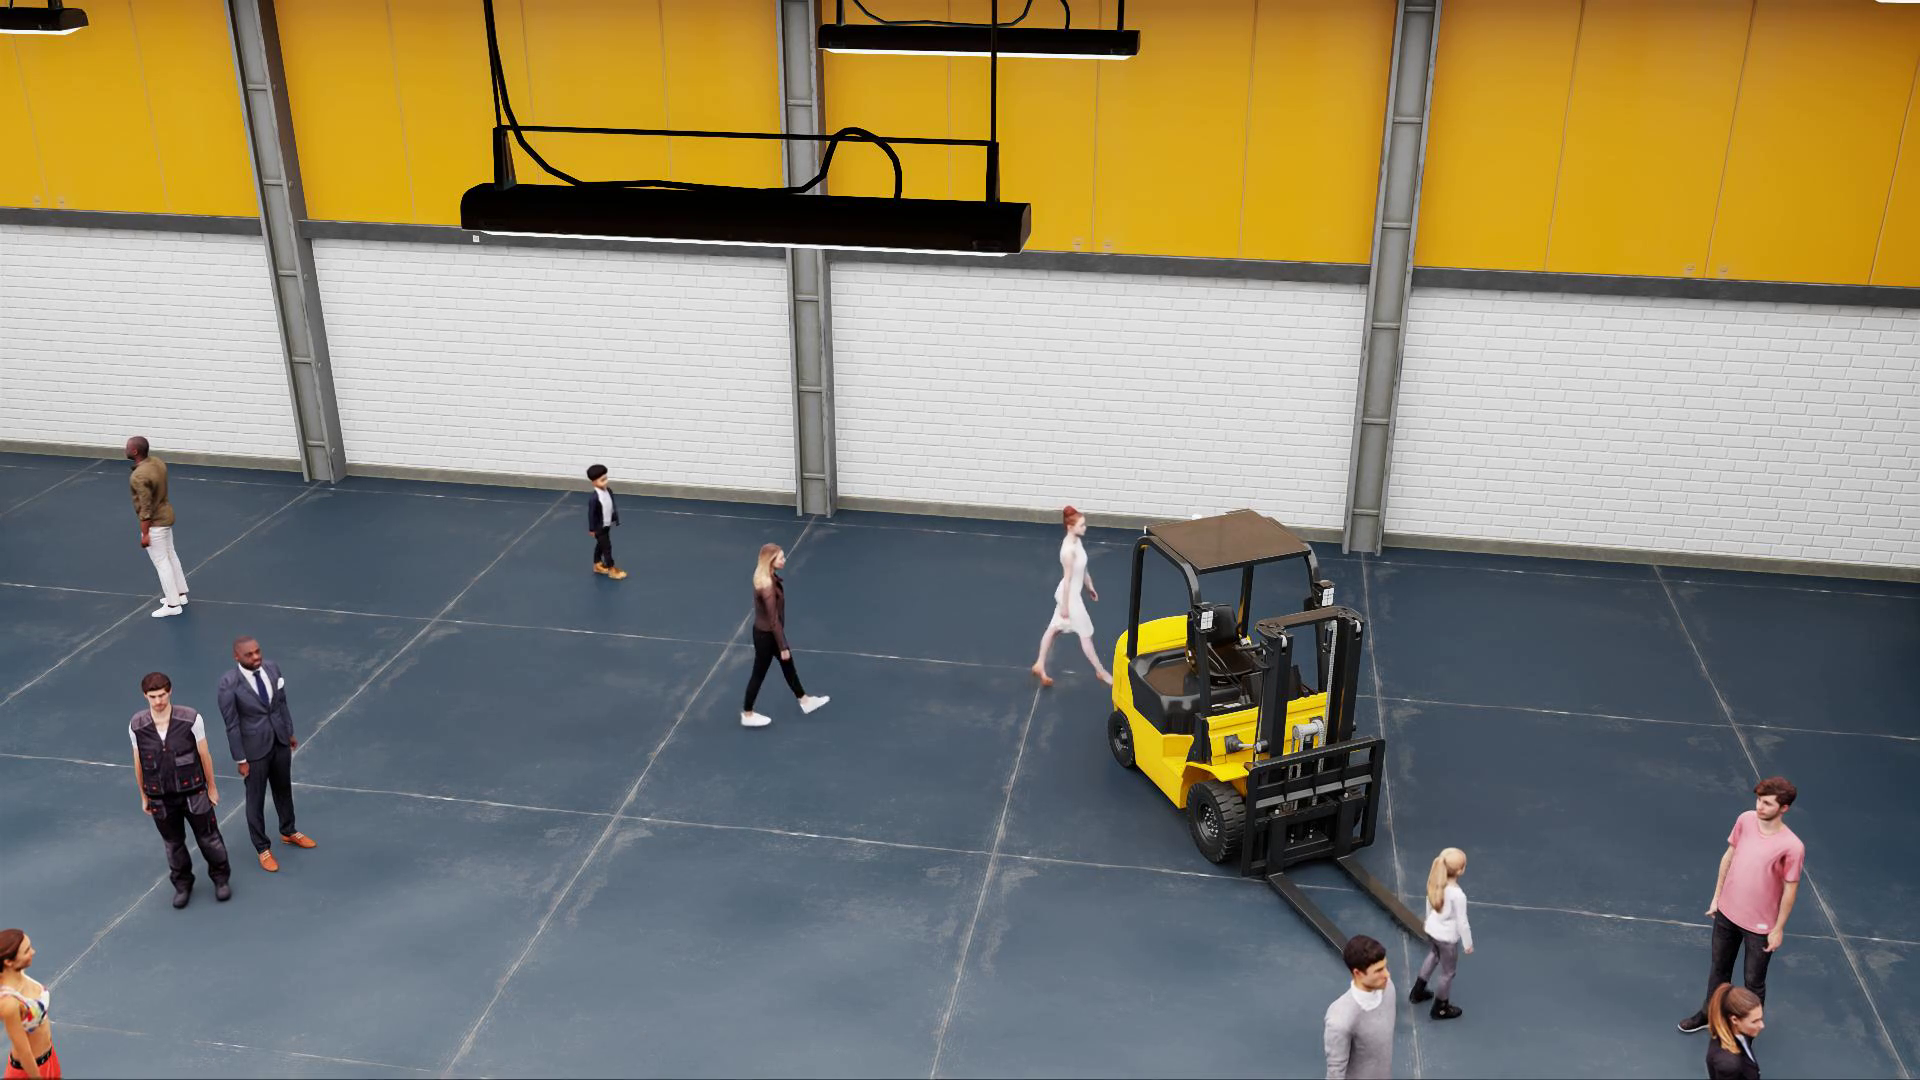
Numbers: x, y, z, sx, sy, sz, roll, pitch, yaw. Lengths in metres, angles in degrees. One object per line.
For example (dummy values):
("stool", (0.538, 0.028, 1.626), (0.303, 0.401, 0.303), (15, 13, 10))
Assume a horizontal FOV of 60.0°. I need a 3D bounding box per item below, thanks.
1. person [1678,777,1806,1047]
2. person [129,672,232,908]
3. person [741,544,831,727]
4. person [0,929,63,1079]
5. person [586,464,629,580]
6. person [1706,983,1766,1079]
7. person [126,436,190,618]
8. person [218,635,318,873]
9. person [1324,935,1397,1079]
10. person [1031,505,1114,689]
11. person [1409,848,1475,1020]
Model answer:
("person", (4.900, 2.315, 10.291), (0.753, 1.957, 0.713), (-13, 27, -28))
("person", (-5.510, 1.750, 11.725), (0.682, 1.843, 0.802), (-6, 24, -14))
("person", (-1.708, 0.829, 14.049), (1.088, 1.669, 0.847), (-3, 24, -8))
("person", (-5.095, 2.915, 9.133), (0.681, 1.785, 0.661), (-8, 25, -18))
("person", (-3.712, -0.206, 16.990), (0.717, 1.210, 0.570), (8, 25, 17))
("person", (3.994, 3.097, 8.788), (0.626, 1.729, 0.634), (12, 26, 25))
("person", (-7.783, -0.156, 16.108), (0.694, 1.825, 0.782), (-3, 24, -6))
("person", (-5.150, 1.520, 12.275), (0.749, 1.824, 0.772), (14, 27, 28))
("person", (2.109, 2.939, 8.903), (0.837, 1.924, 0.838), (19, 30, 37))
("person", (0.870, 0.537, 14.612), (1.026, 1.754, 0.590), (3, 24, 8))
("person", (3.064, 2.531, 10.647), (0.676, 1.275, 0.620), (-8, 25, -17))
